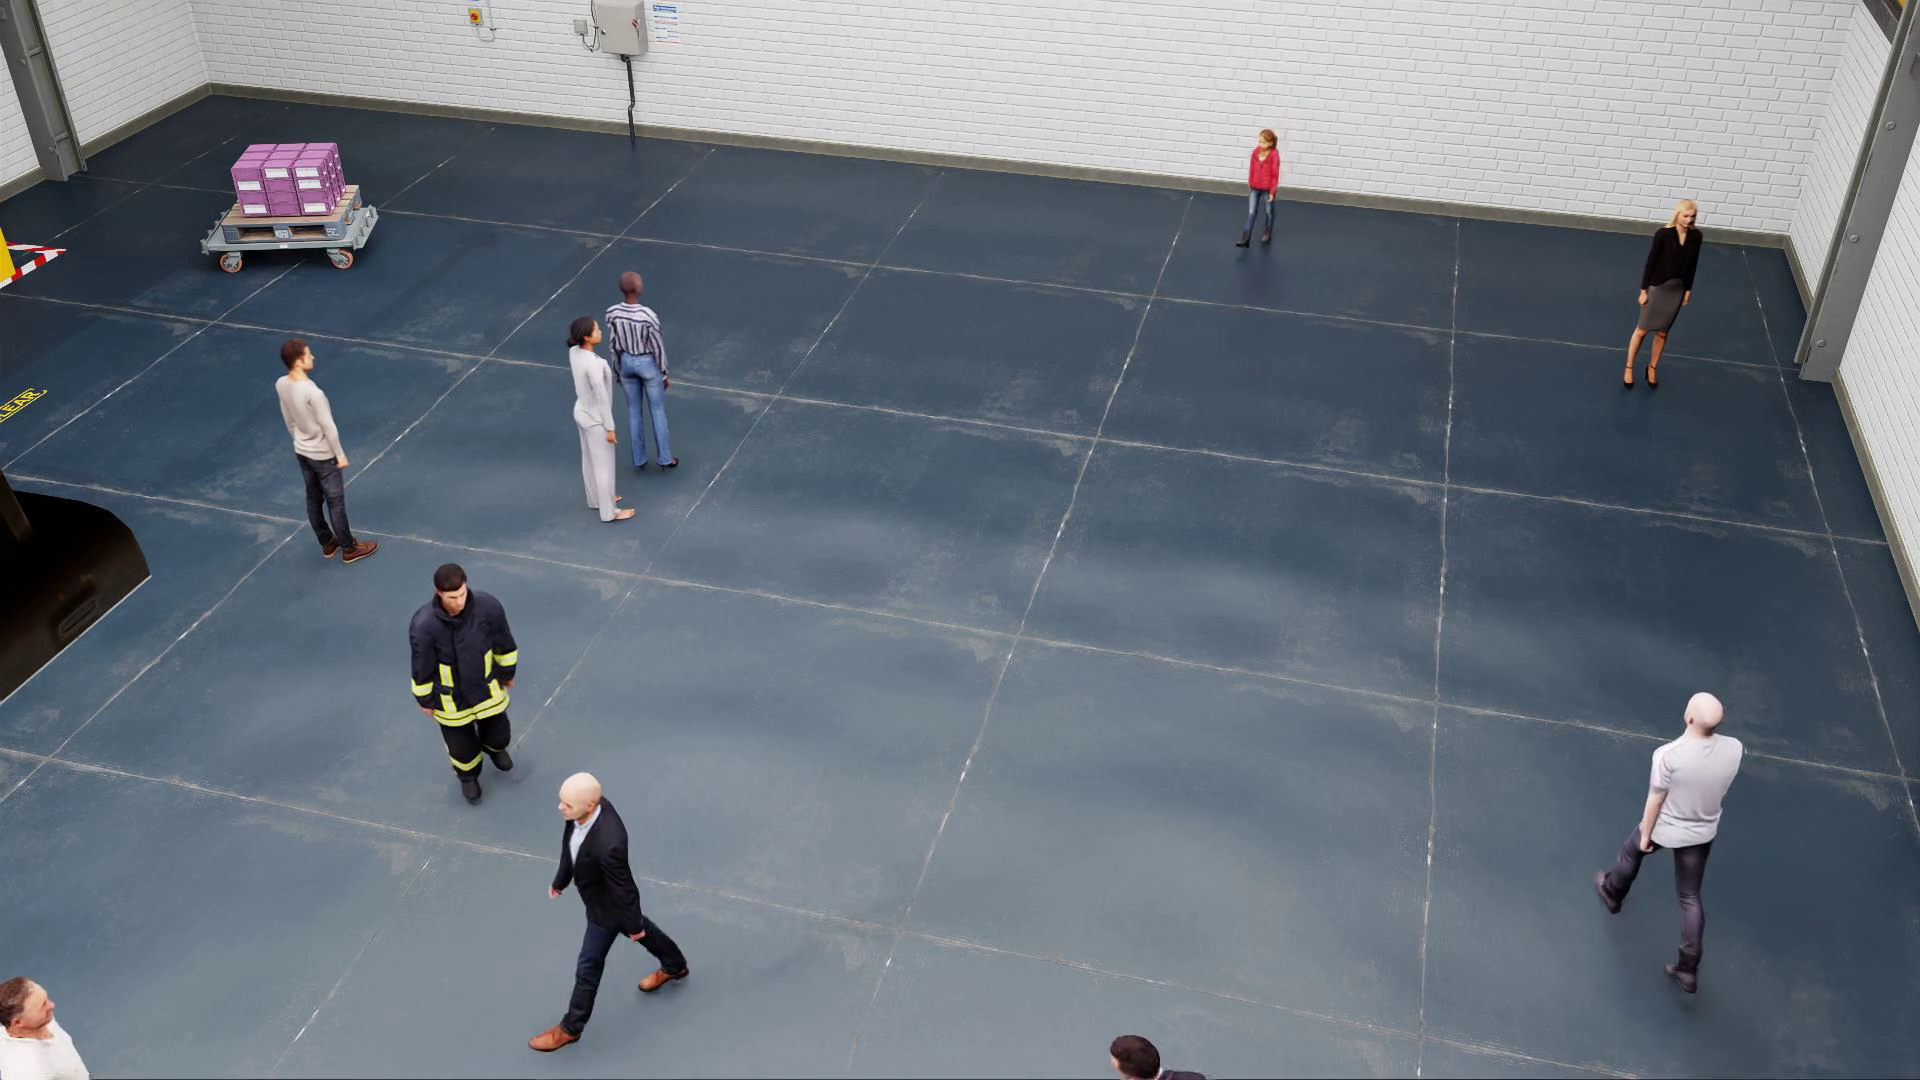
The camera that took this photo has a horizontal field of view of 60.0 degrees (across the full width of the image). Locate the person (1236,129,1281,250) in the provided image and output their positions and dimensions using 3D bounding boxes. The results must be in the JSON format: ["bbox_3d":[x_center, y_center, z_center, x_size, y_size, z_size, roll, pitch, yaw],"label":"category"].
[{"bbox_3d":[3.288,-3.776,17.834,0.690,1.285,0.928,19,38,27],"label":"person"}]

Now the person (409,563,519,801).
[{"bbox_3d":[-3.102,0.844,10.346,1.050,1.881,1.108,-19,38,-26],"label":"person"}]

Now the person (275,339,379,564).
[{"bbox_3d":[-4.889,-0.666,12.633,0.710,1.863,0.664,18,38,25],"label":"person"}]

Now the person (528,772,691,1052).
[{"bbox_3d":[-1.806,1.888,8.892,1.251,1.751,1.216,-16,37,-23],"label":"person"}]

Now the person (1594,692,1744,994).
[{"bbox_3d":[4.006,1.667,9.180,0.904,1.801,1.312,-1,34,-1],"label":"person"}]

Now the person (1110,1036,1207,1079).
[{"bbox_3d":[0.907,2.836,7.413,0.868,1.810,0.775,4,34,6],"label":"person"}]

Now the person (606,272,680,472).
[{"bbox_3d":[-2.638,-1.372,13.758,0.618,1.794,0.528,7,34,11],"label":"person"}]

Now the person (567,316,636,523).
[{"bbox_3d":[-2.902,-0.973,13.210,0.754,1.735,0.703,-19,38,-27],"label":"person"}]

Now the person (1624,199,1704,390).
[{"bbox_3d":[6.327,-2.205,14.971,0.667,1.840,0.636,-1,34,-1],"label":"person"}]
